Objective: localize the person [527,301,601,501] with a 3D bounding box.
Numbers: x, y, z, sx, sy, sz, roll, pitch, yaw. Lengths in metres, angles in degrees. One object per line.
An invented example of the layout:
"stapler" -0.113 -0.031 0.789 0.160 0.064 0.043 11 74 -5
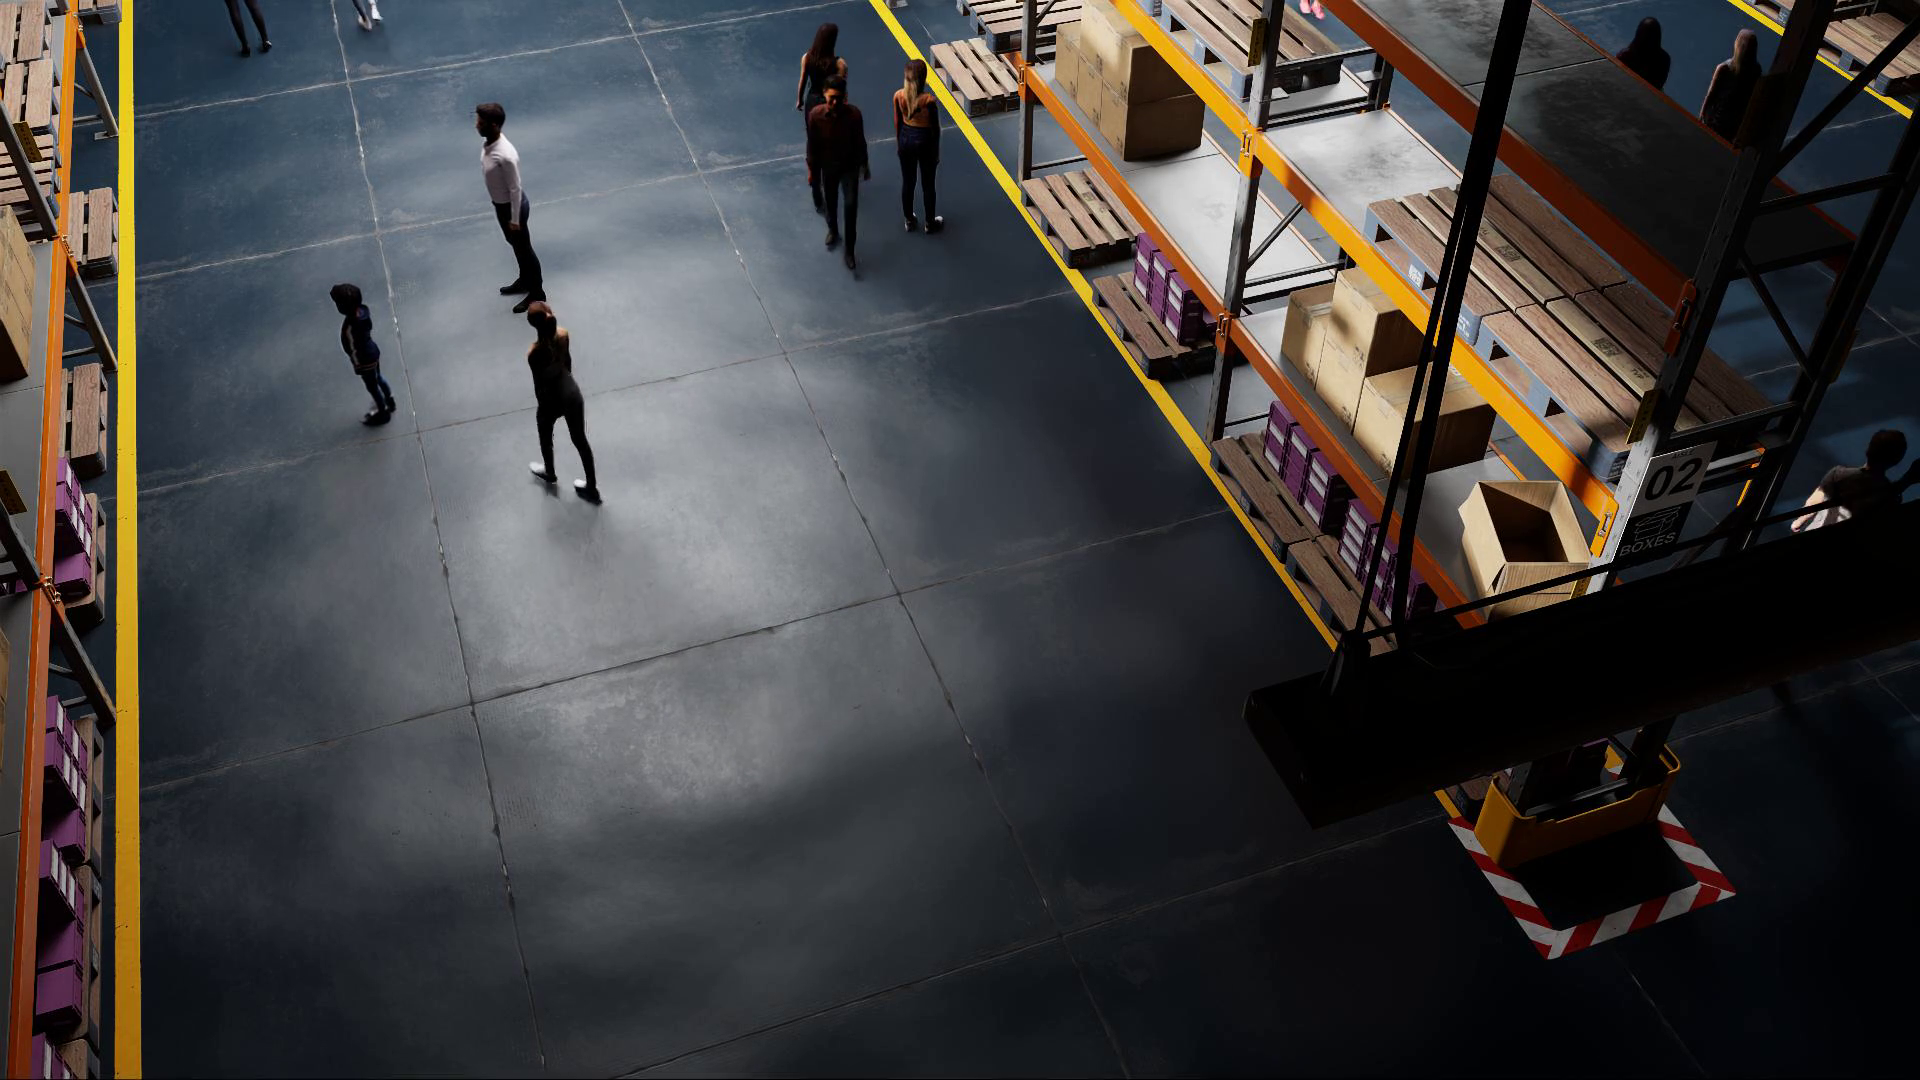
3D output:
"person" -2.834 -0.966 12.018 0.970 1.681 0.823 31 52 28

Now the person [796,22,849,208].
"person" -1.240 -3.799 15.025 1.095 1.635 1.242 8 44 9

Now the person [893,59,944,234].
"person" -0.377 -3.466 14.680 0.653 1.627 0.695 13 45 13

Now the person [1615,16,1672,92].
"person" 6.026 -3.780 14.954 1.035 1.705 1.225 8 44 8

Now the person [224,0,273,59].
"person" -7.478 -5.817 17.054 0.609 1.758 0.529 -18 47 -18

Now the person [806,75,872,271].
"person" -1.040 -3.267 14.391 0.901 1.738 1.067 2 44 2

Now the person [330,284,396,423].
"person" -4.611 -1.454 12.864 0.631 1.220 0.501 -1 44 -1

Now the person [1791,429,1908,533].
"person" 5.618 0.117 10.765 1.170 1.840 1.241 17 46 17

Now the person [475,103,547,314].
"person" -3.723 -2.781 13.786 0.707 1.869 0.561 -20 47 -20

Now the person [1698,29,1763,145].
"person" 6.835 -3.681 14.867 0.742 1.681 0.898 -4 44 -4
